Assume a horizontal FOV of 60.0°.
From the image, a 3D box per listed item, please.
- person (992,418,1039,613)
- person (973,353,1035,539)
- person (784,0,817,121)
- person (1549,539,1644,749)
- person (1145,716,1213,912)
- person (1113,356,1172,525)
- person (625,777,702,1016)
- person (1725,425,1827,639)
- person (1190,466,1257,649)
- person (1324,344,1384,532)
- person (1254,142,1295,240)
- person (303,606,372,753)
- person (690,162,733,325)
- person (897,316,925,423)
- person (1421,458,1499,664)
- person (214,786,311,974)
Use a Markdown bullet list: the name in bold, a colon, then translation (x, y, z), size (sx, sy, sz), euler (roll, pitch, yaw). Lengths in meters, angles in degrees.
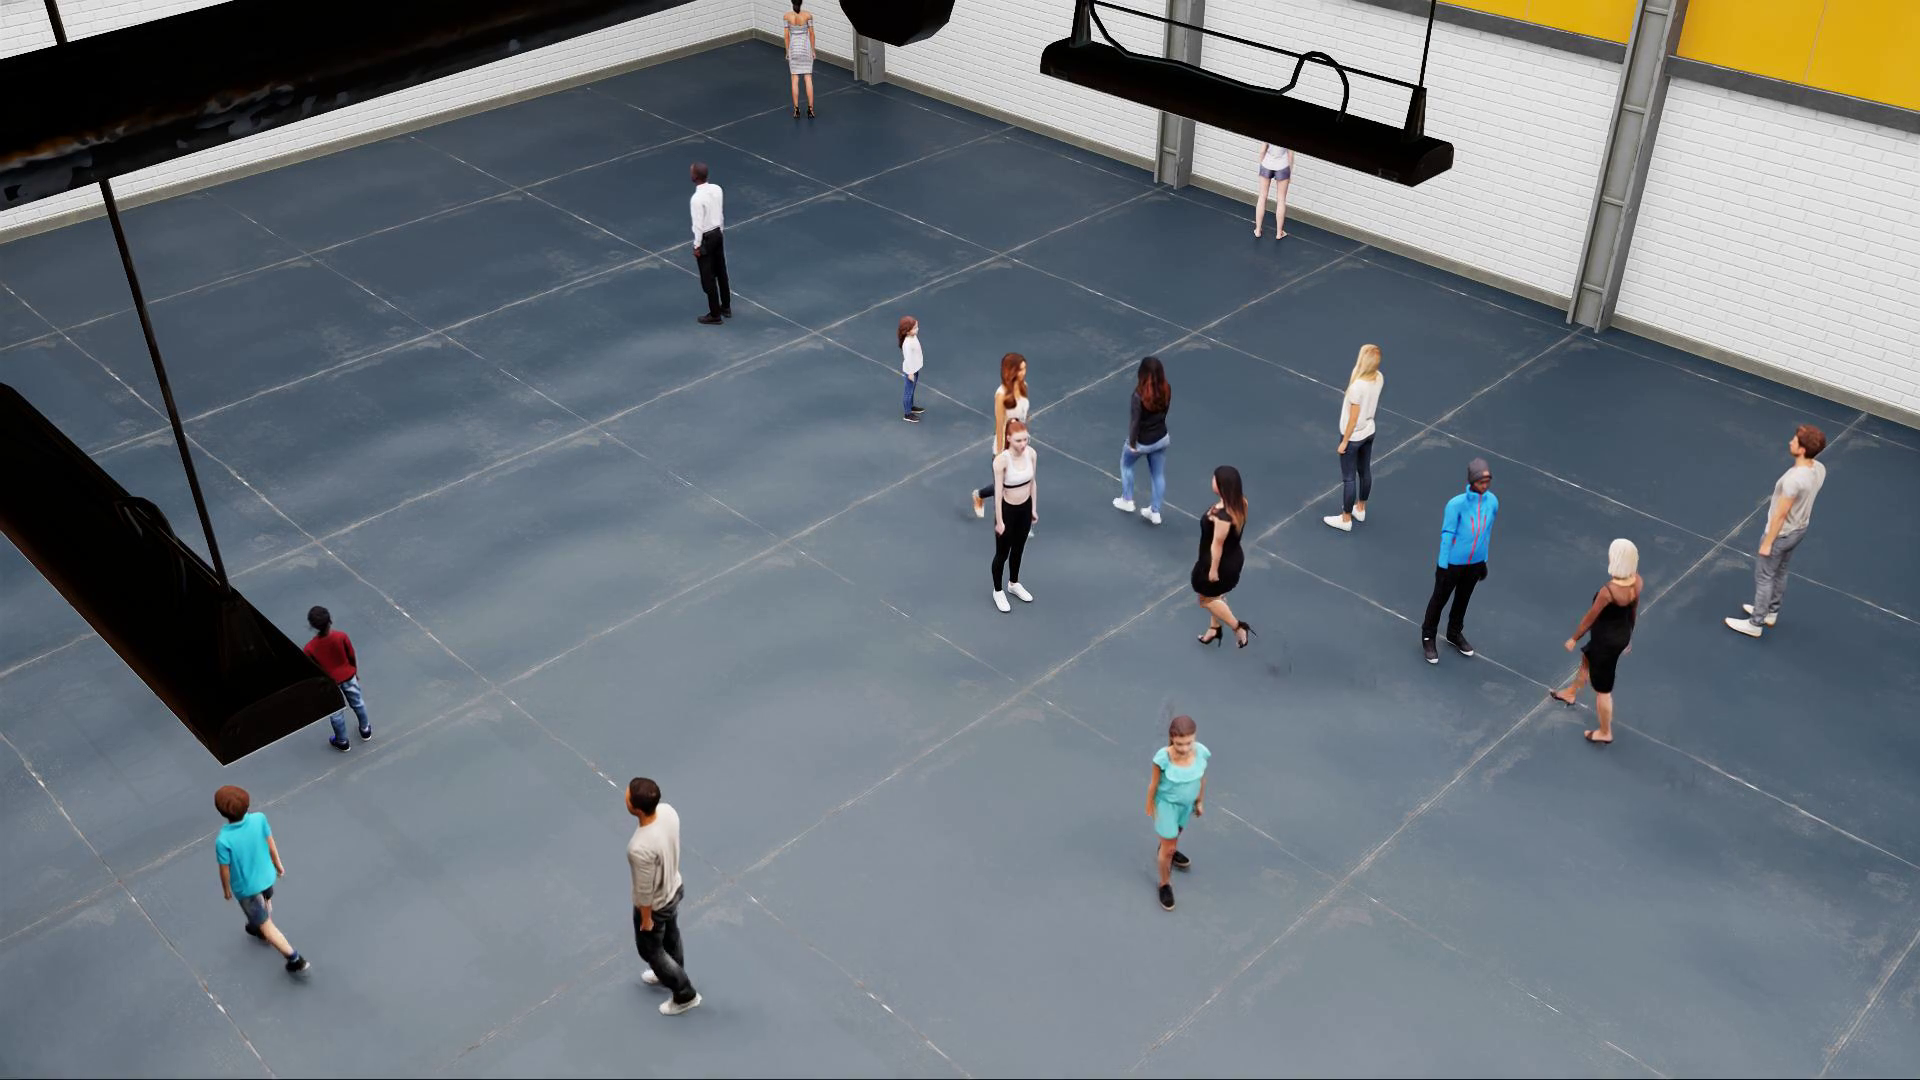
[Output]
- **person**: translation (0.440, -0.228, 13.837), size (0.625, 1.740, 0.583), euler (-20, 39, -27)
- **person**: translation (0.387, -0.849, 14.744), size (0.906, 1.770, 0.630), euler (26, 41, 33)
- **person**: translation (-2.293, -6.964, 23.896), size (0.674, 1.823, 0.729), euler (-1, 34, -1)
- **person**: translation (4.849, 0.816, 12.292), size (0.689, 1.712, 0.946), euler (-22, 39, -29)
- **person**: translation (1.435, 1.707, 11.119), size (0.791, 1.525, 0.914), euler (-10, 35, -14)
- **person**: translation (1.733, -0.864, 14.901), size (0.743, 1.620, 0.825), euler (-16, 37, -22)
- **person**: translation (-1.805, 2.165, 10.172), size (0.863, 1.811, 0.814), euler (8, 35, 12)
- **person**: translation (6.670, -0.067, 13.456), size (0.657, 1.893, 0.554), euler (-26, 42, -34)
- **person**: translation (2.147, 0.206, 13.217), size (0.886, 1.703, 0.786), euler (16, 37, 22)
- **person**: translation (3.554, -0.919, 14.815), size (0.607, 1.808, 0.483), euler (-28, 43, -35)
- **person**: translation (3.846, -4.544, 20.305), size (0.629, 1.767, 0.730), euler (11, 35, 16)
- **person**: translation (-4.647, 1.024, 12.392), size (0.515, 1.255, 0.494), euler (-25, 41, -33)
- **person**: translation (-2.772, -3.278, 18.340), size (0.640, 1.834, 0.704), euler (17, 37, 23)
- **person**: translation (-0.494, -1.741, 16.683), size (0.585, 1.110, 0.532), euler (6, 34, 8)
- **person**: translation (3.985, 0.143, 13.231), size (0.691, 1.794, 0.695), euler (-10, 35, -15)
- **person**: translation (-4.435, 2.162, 10.525), size (0.979, 1.427, 0.672), euler (19, 38, 26)
